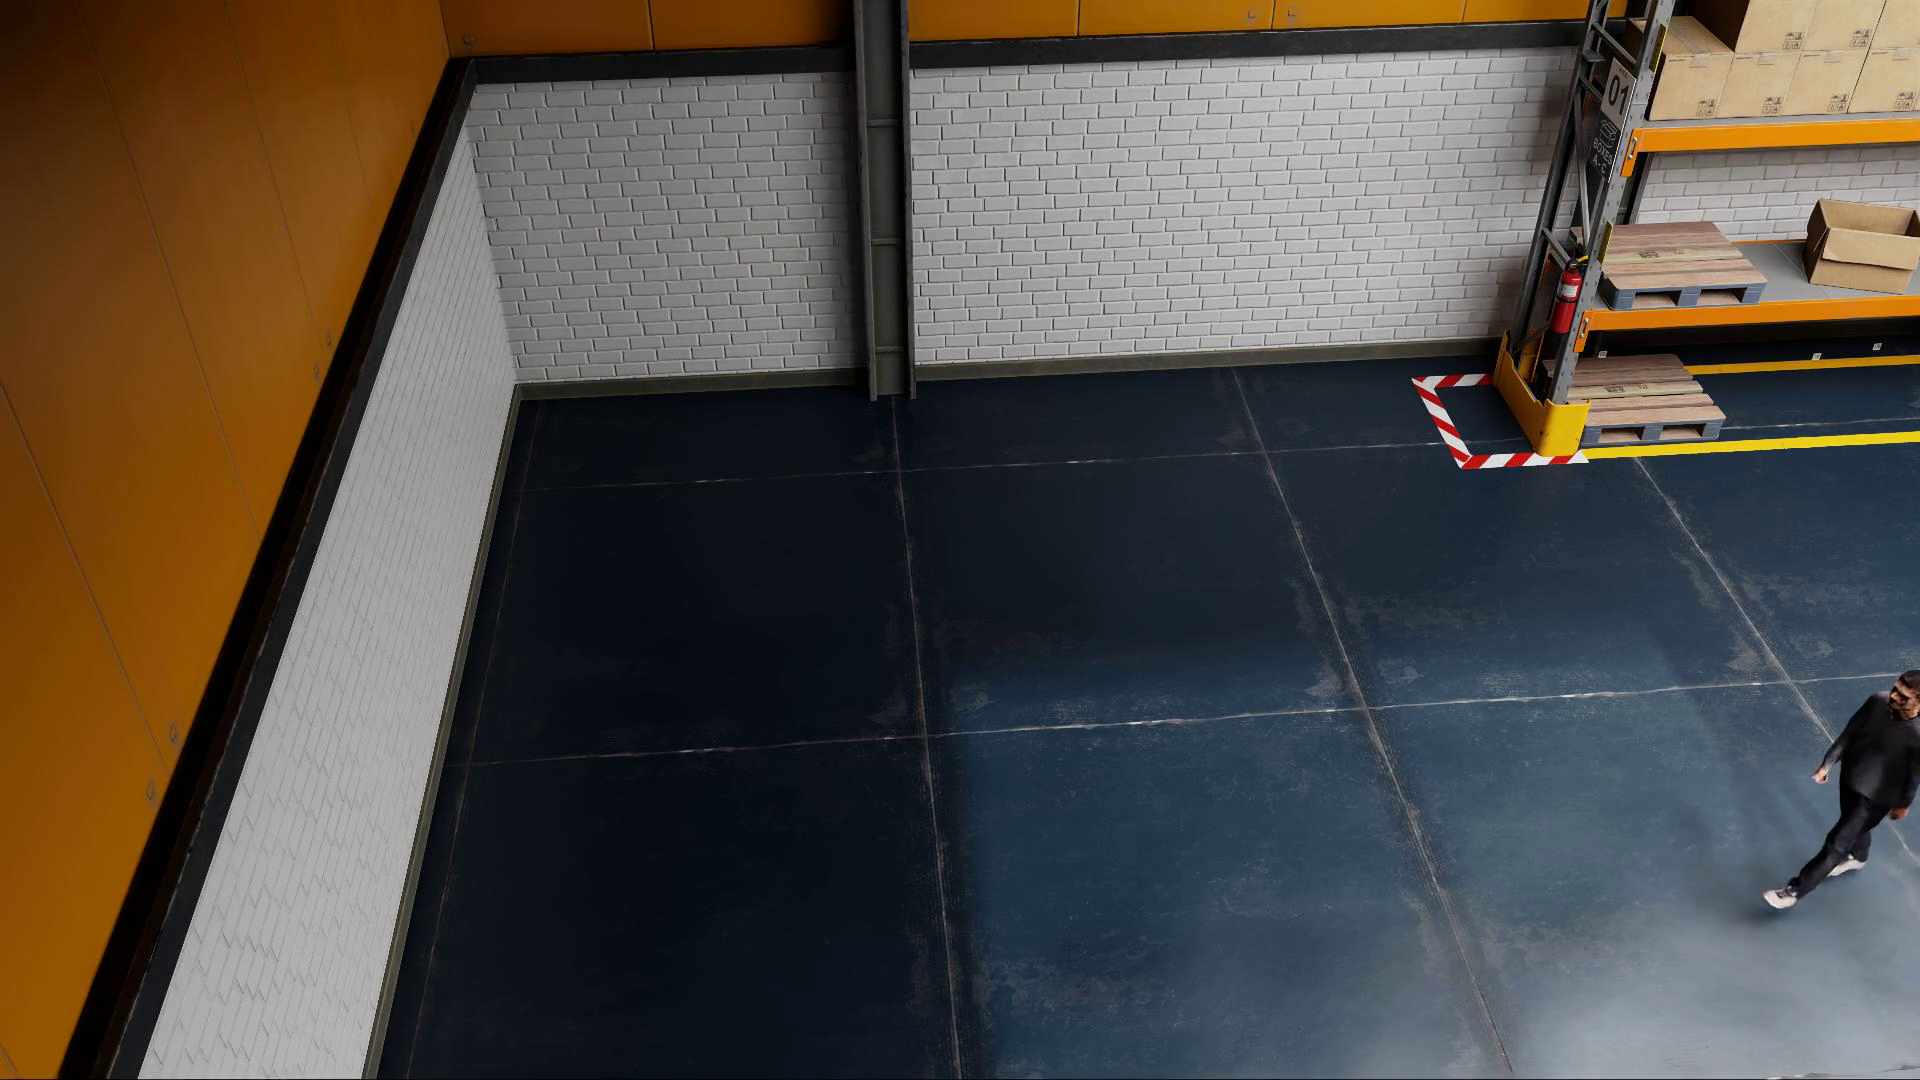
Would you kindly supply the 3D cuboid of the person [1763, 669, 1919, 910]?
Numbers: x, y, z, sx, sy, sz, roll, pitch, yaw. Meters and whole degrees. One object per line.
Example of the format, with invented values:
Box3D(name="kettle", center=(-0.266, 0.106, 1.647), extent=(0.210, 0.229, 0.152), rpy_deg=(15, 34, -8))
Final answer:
Box3D(name="person", center=(5.303, 1.400, 9.592), extent=(1.172, 1.717, 0.835), rpy_deg=(-13, 40, -16))
